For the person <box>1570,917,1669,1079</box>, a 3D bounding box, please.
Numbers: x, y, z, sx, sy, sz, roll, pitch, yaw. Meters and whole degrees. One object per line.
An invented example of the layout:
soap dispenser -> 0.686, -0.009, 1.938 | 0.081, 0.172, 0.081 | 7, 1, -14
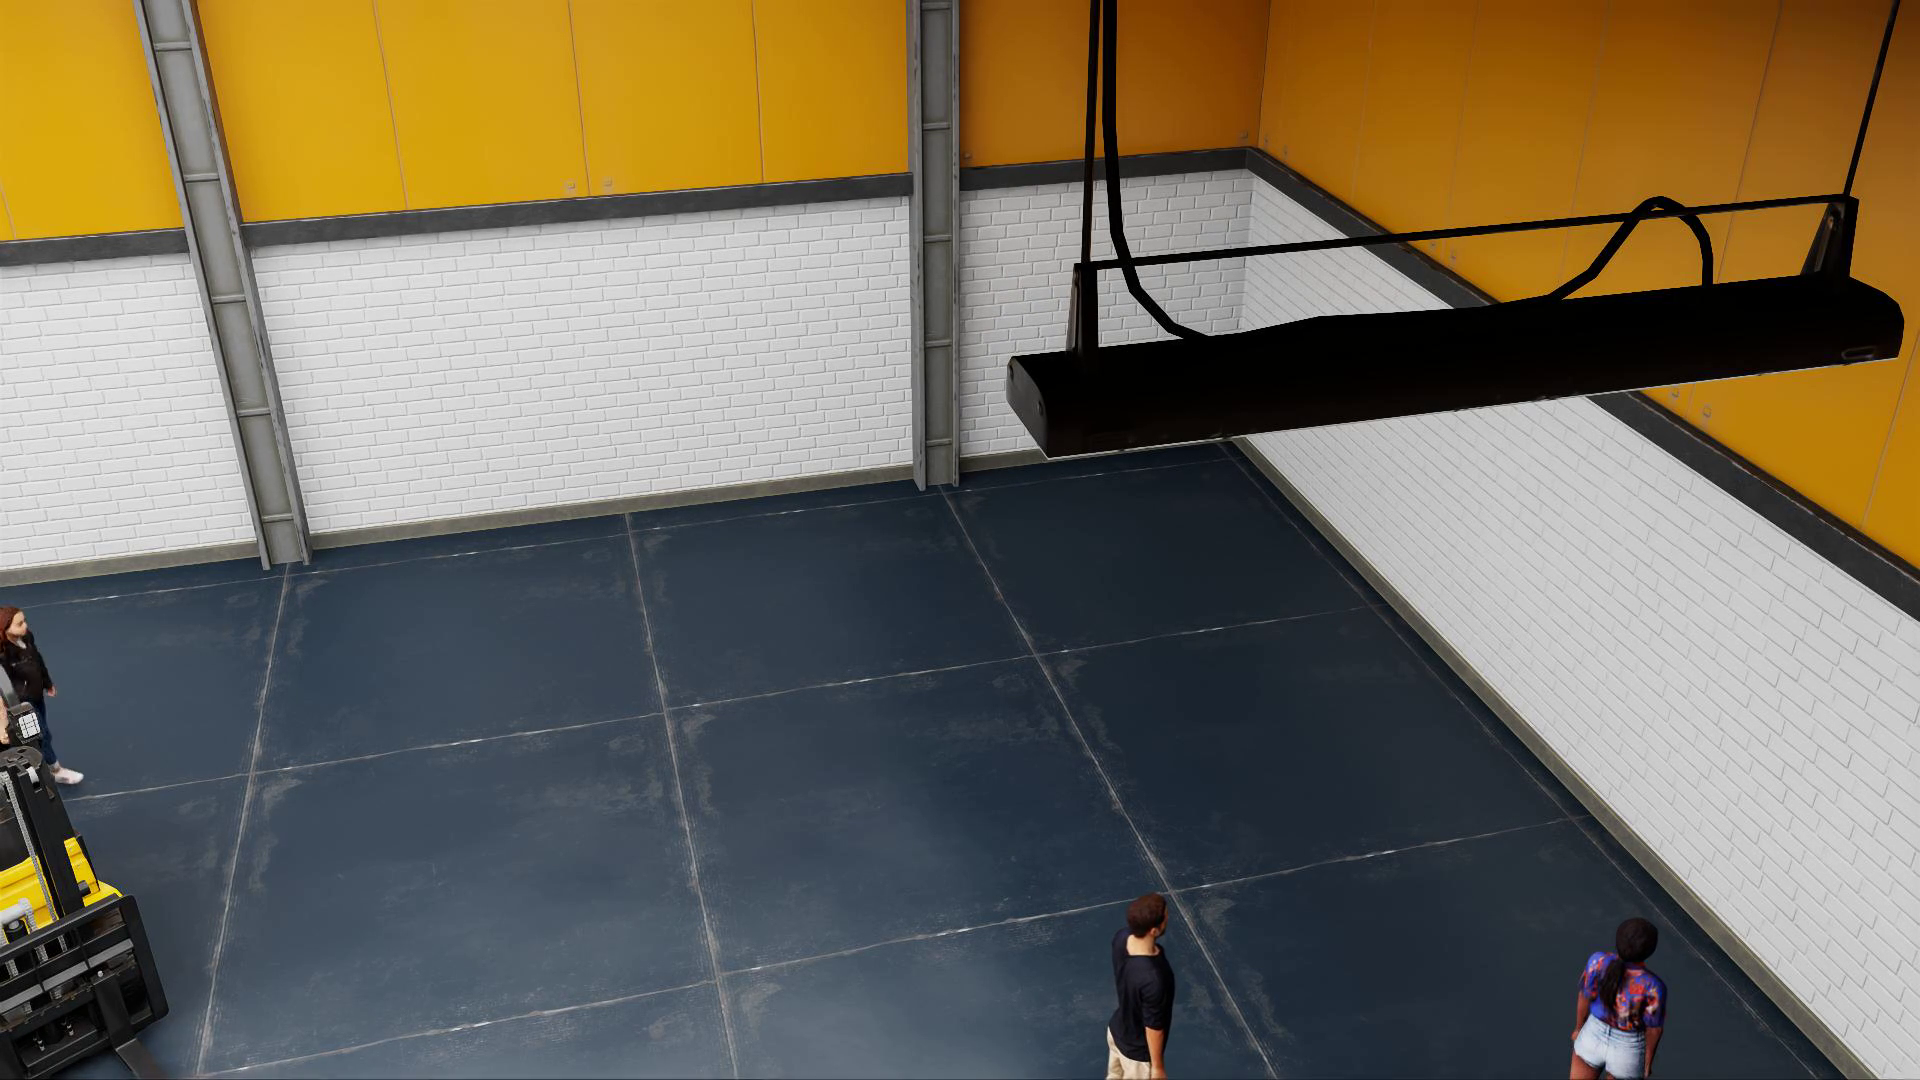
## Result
person -> 3.354, 2.635, 8.584 | 0.671, 1.743, 0.689 | 23, 36, 36

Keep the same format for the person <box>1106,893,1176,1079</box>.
person -> 0.903, 2.577, 8.578 | 0.557, 1.851, 0.640 | -9, 30, -16

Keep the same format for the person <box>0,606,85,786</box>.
person -> -6.638, 1.103, 11.687 | 0.904, 1.461, 0.685 | 2, 29, 4
